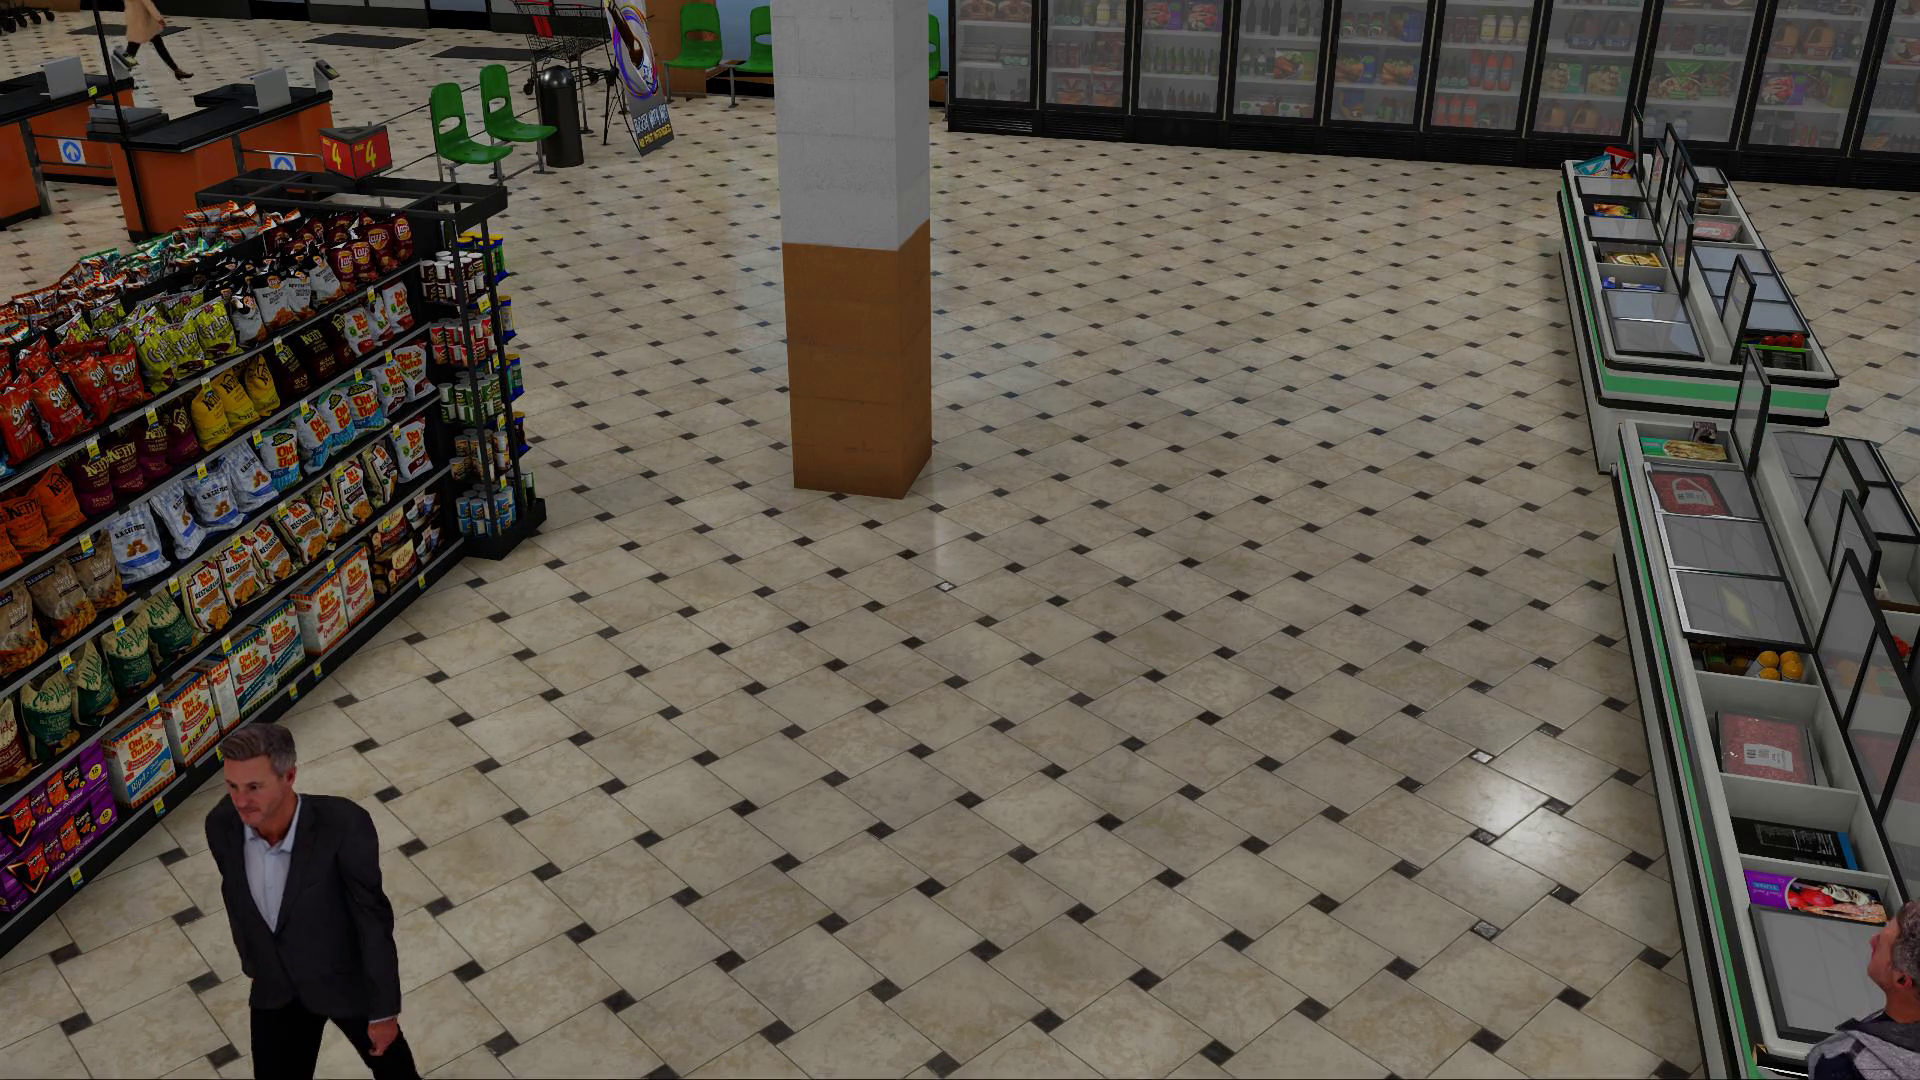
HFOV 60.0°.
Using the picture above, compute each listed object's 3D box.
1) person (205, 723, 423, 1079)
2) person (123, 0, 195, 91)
[{"bbox_3d":[-1.902,1.288,5.066,0.879,1.801,1.190,2,27,3],"label":"person"},{"bbox_3d":[-10.005,-6.241,20.098,1.156,1.632,1.062,-17,31,-30],"label":"person"}]
